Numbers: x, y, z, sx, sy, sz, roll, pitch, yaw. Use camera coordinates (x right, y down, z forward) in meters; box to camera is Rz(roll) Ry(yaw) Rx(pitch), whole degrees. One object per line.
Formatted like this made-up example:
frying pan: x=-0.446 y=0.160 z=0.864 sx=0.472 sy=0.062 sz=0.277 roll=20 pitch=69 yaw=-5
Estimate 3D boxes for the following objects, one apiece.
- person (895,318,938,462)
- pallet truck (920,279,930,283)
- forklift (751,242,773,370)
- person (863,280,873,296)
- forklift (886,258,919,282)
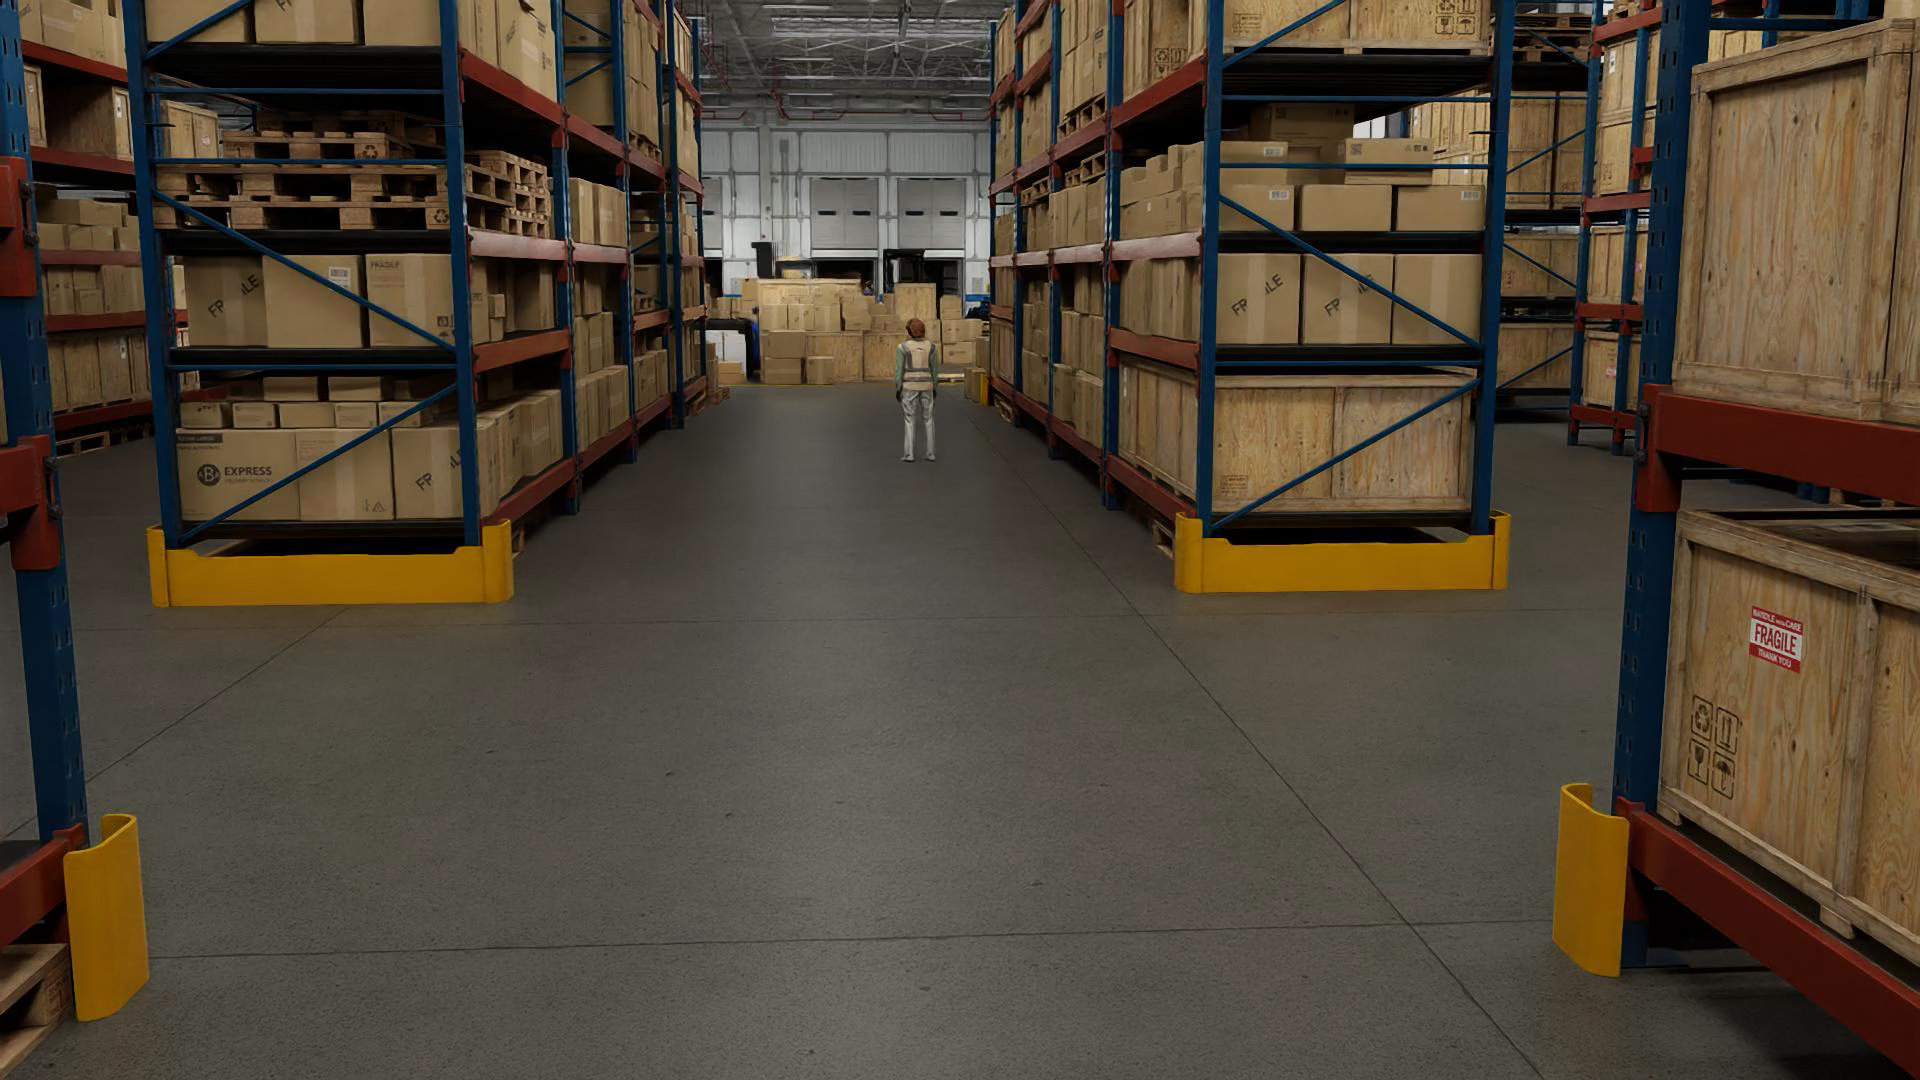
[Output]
person: x=-0.485 y=-1.695 z=18.899 sx=0.512 sy=1.630 sz=0.317 roll=-4 pitch=10 yaw=-22
pallet truck: x=-0.932 y=-8.922 z=63.114 sx=1.885 sy=1.965 sz=0.823 roll=2 pitch=9 yaw=13
forklift: x=-4.251 y=-5.060 z=36.103 sx=1.873 sy=2.768 sz=1.129 roll=-1 pitch=9 yaw=-4
person: x=-3.179 y=-8.046 z=57.797 sx=0.360 sy=1.938 sz=0.635 roll=-3 pitch=9 yaw=-16
forklift: x=-1.544 y=-6.484 z=45.045 sx=1.129 sy=2.768 sz=1.873 roll=-1 pitch=9 yaw=-4
